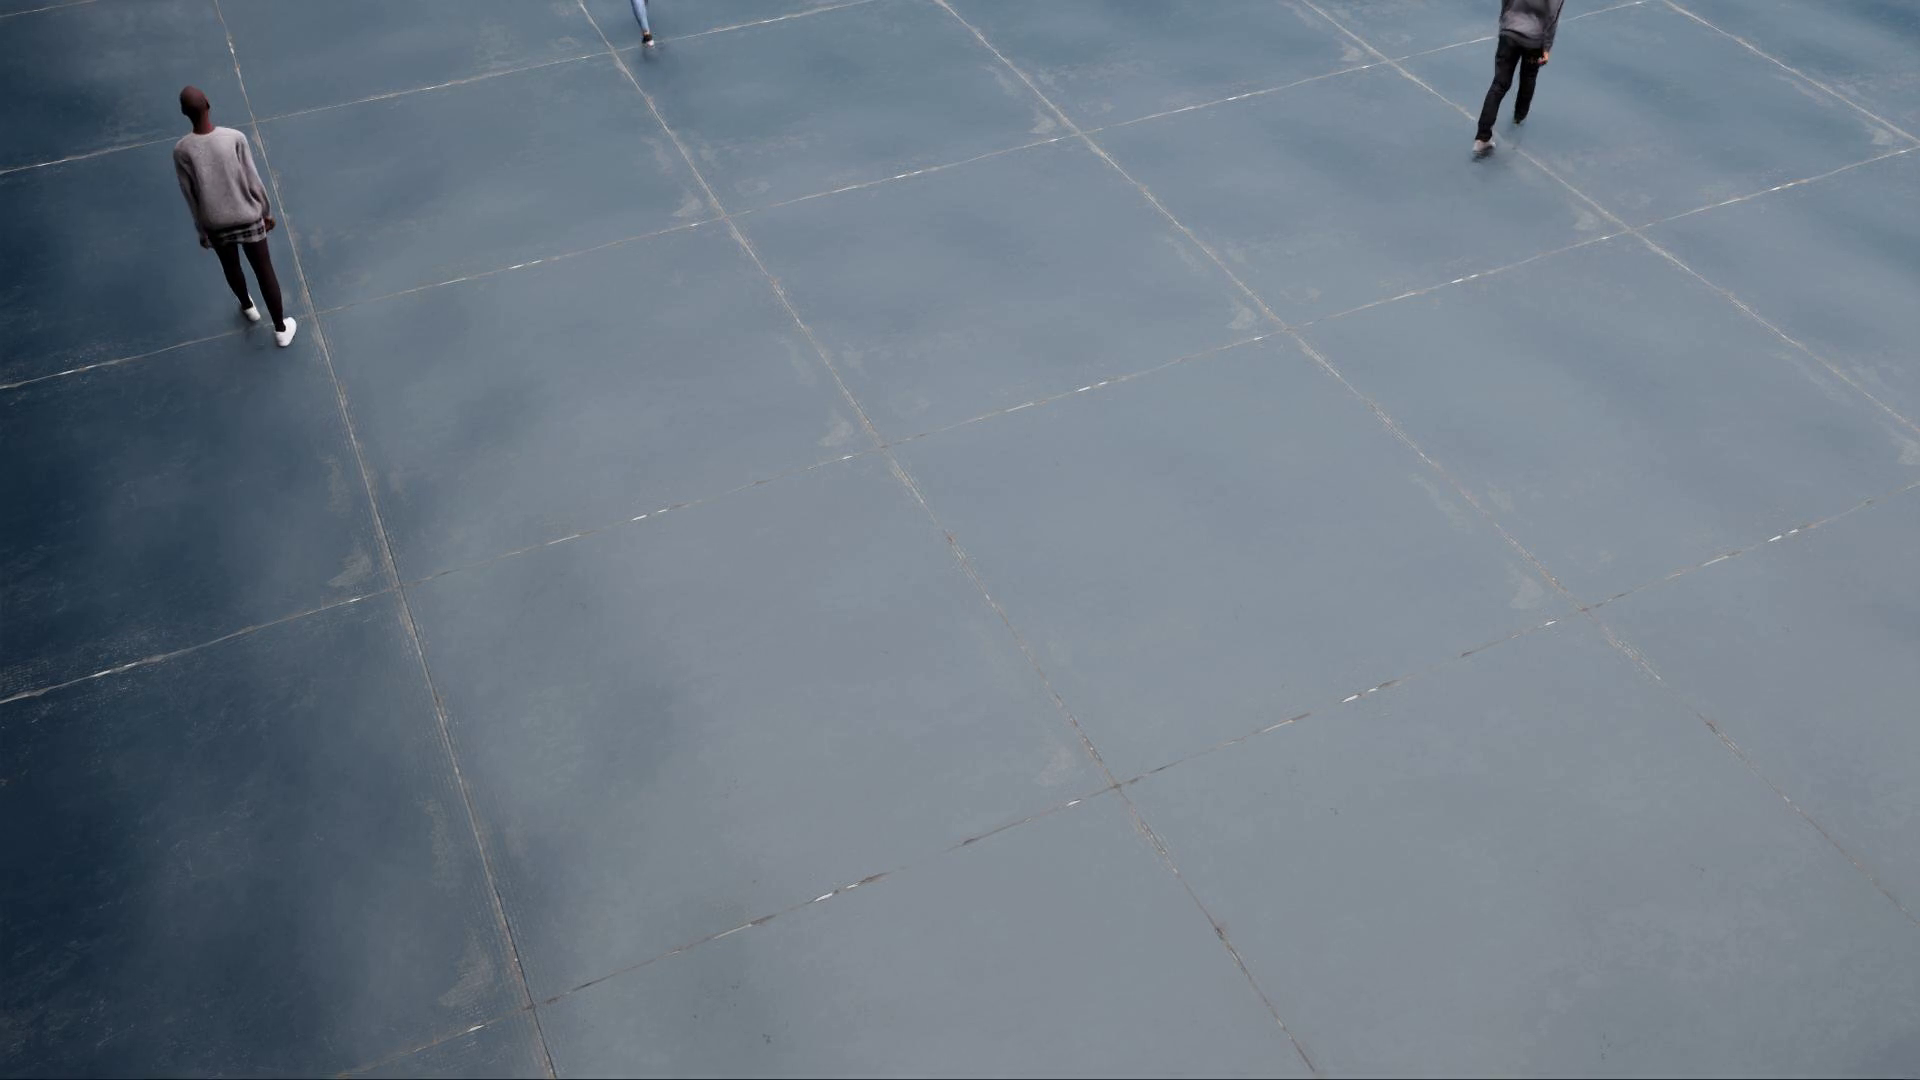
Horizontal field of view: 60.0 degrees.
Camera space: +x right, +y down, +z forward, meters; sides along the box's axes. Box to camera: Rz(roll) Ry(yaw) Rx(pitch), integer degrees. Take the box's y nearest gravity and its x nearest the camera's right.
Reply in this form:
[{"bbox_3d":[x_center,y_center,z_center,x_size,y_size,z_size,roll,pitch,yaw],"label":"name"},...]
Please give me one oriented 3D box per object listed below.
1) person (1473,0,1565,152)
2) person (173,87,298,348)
[{"bbox_3d":[4.244,-3.768,12.625,1.181,1.720,1.114,27,49,26],"label":"person"},{"bbox_3d":[-4.666,-2.027,10.686,0.643,1.752,0.875,-16,45,-17],"label":"person"}]
